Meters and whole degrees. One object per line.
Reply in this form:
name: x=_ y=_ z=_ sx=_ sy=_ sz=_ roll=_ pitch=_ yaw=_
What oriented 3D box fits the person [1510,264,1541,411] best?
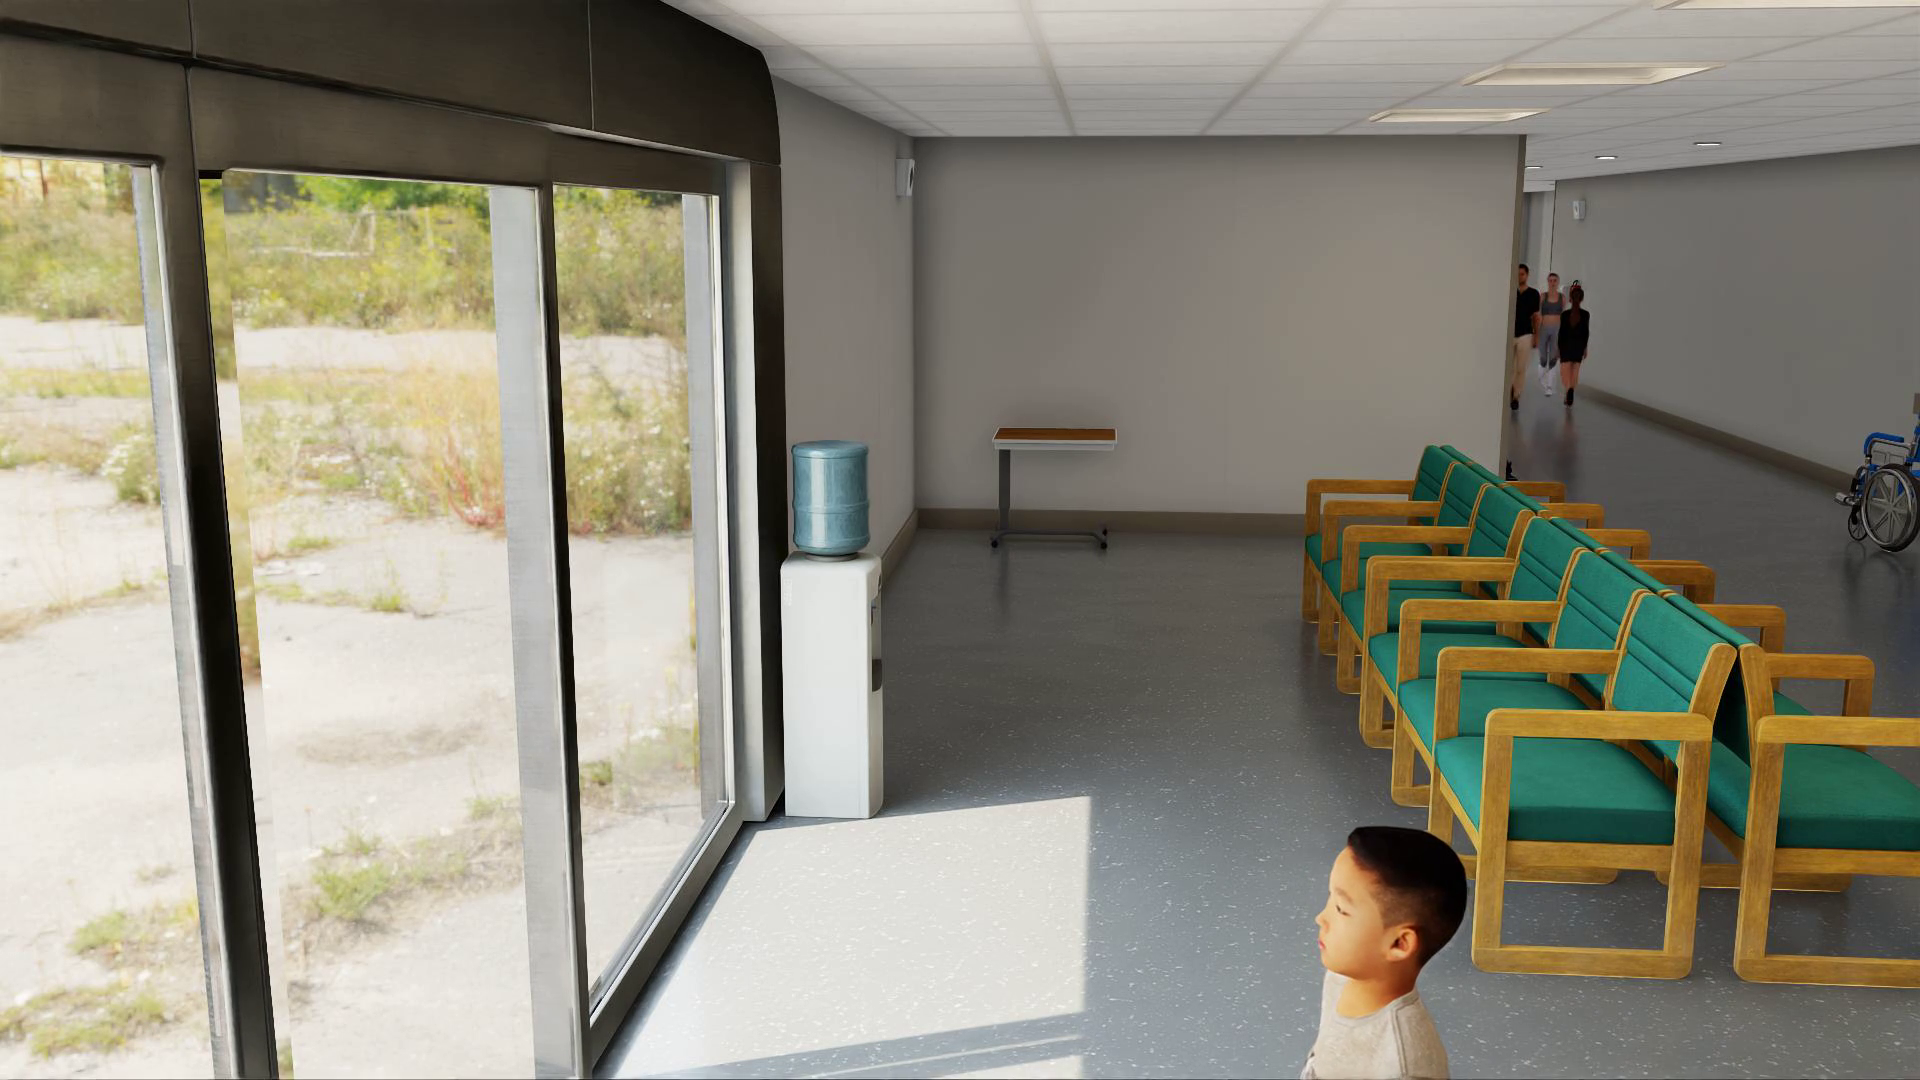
person: x=7.153 y=-2.589 z=21.295 sx=1.162 sy=1.830 sz=0.998 roll=5 pitch=12 yaw=27

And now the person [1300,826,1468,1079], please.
person: x=0.638 y=1.145 z=2.597 sx=0.562 sy=1.465 sz=0.582 roll=-1 pitch=11 yaw=-6

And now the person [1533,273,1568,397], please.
person: x=8.118 y=-2.805 z=22.871 sx=1.081 sy=1.666 sz=0.826 roll=3 pitch=11 yaw=14

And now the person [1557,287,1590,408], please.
person: x=7.905 y=-2.467 z=21.428 sx=0.836 sy=1.540 sz=0.636 roll=2 pitch=11 yaw=10
